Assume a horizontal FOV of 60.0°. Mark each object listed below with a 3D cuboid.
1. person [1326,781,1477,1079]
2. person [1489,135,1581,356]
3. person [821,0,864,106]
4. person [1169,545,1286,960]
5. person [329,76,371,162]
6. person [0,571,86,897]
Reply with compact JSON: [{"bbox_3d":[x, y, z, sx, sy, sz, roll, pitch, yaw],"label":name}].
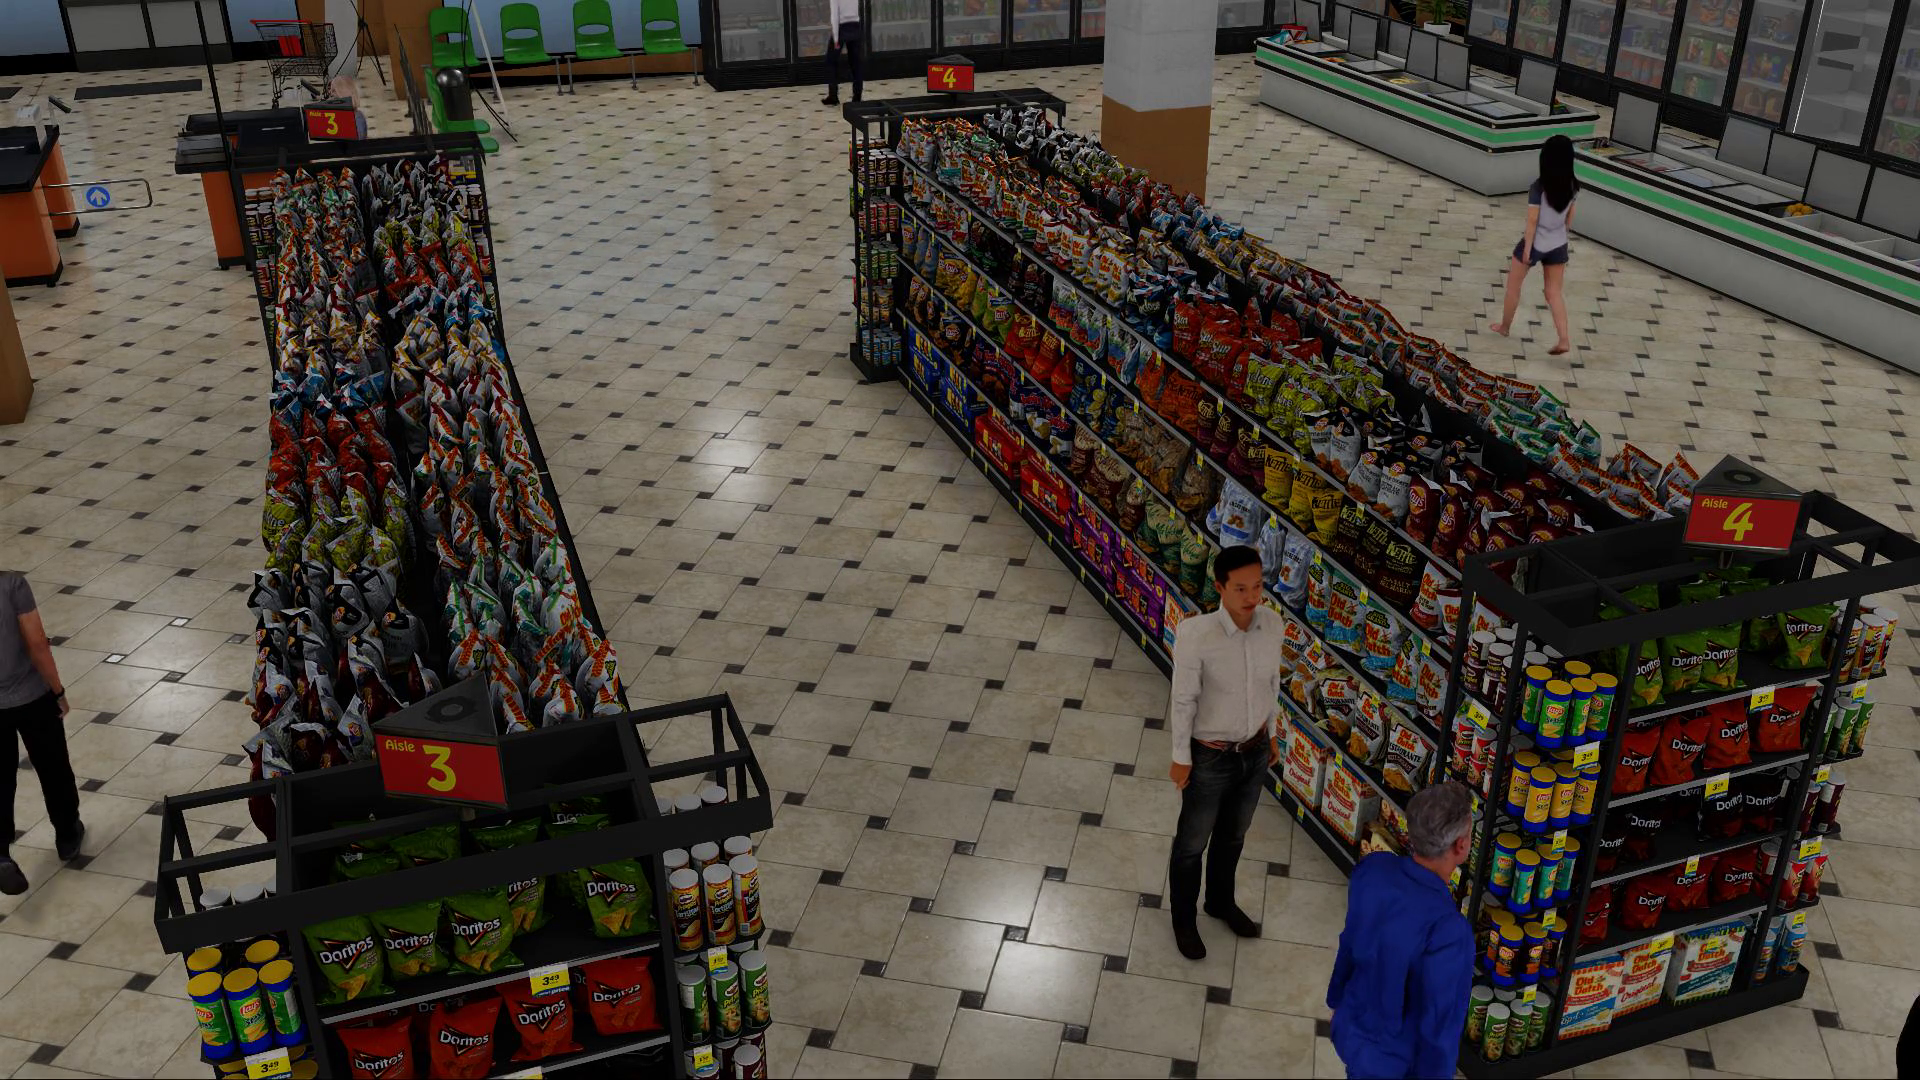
[{"bbox_3d":[1.246,1.603,5.113,0.850,1.790,0.885,-6,27,-11],"label":"person"},{"bbox_3d":[4.539,-2.224,12.798,0.633,1.665,1.111,-8,28,-16],"label":"person"},{"bbox_3d":[-1.342,-6.208,20.457,0.754,1.844,0.969,-17,32,-30],"label":"person"},{"bbox_3d":[1.045,0.824,6.626,0.675,1.811,0.583,-13,29,-23],"label":"person"},{"bbox_3d":[-5.264,-3.263,14.807,0.900,1.701,0.860,23,35,37],"label":"person"},{"bbox_3d":[-4.001,0.701,6.951,0.628,1.737,0.909,-8,28,-16],"label":"person"}]
